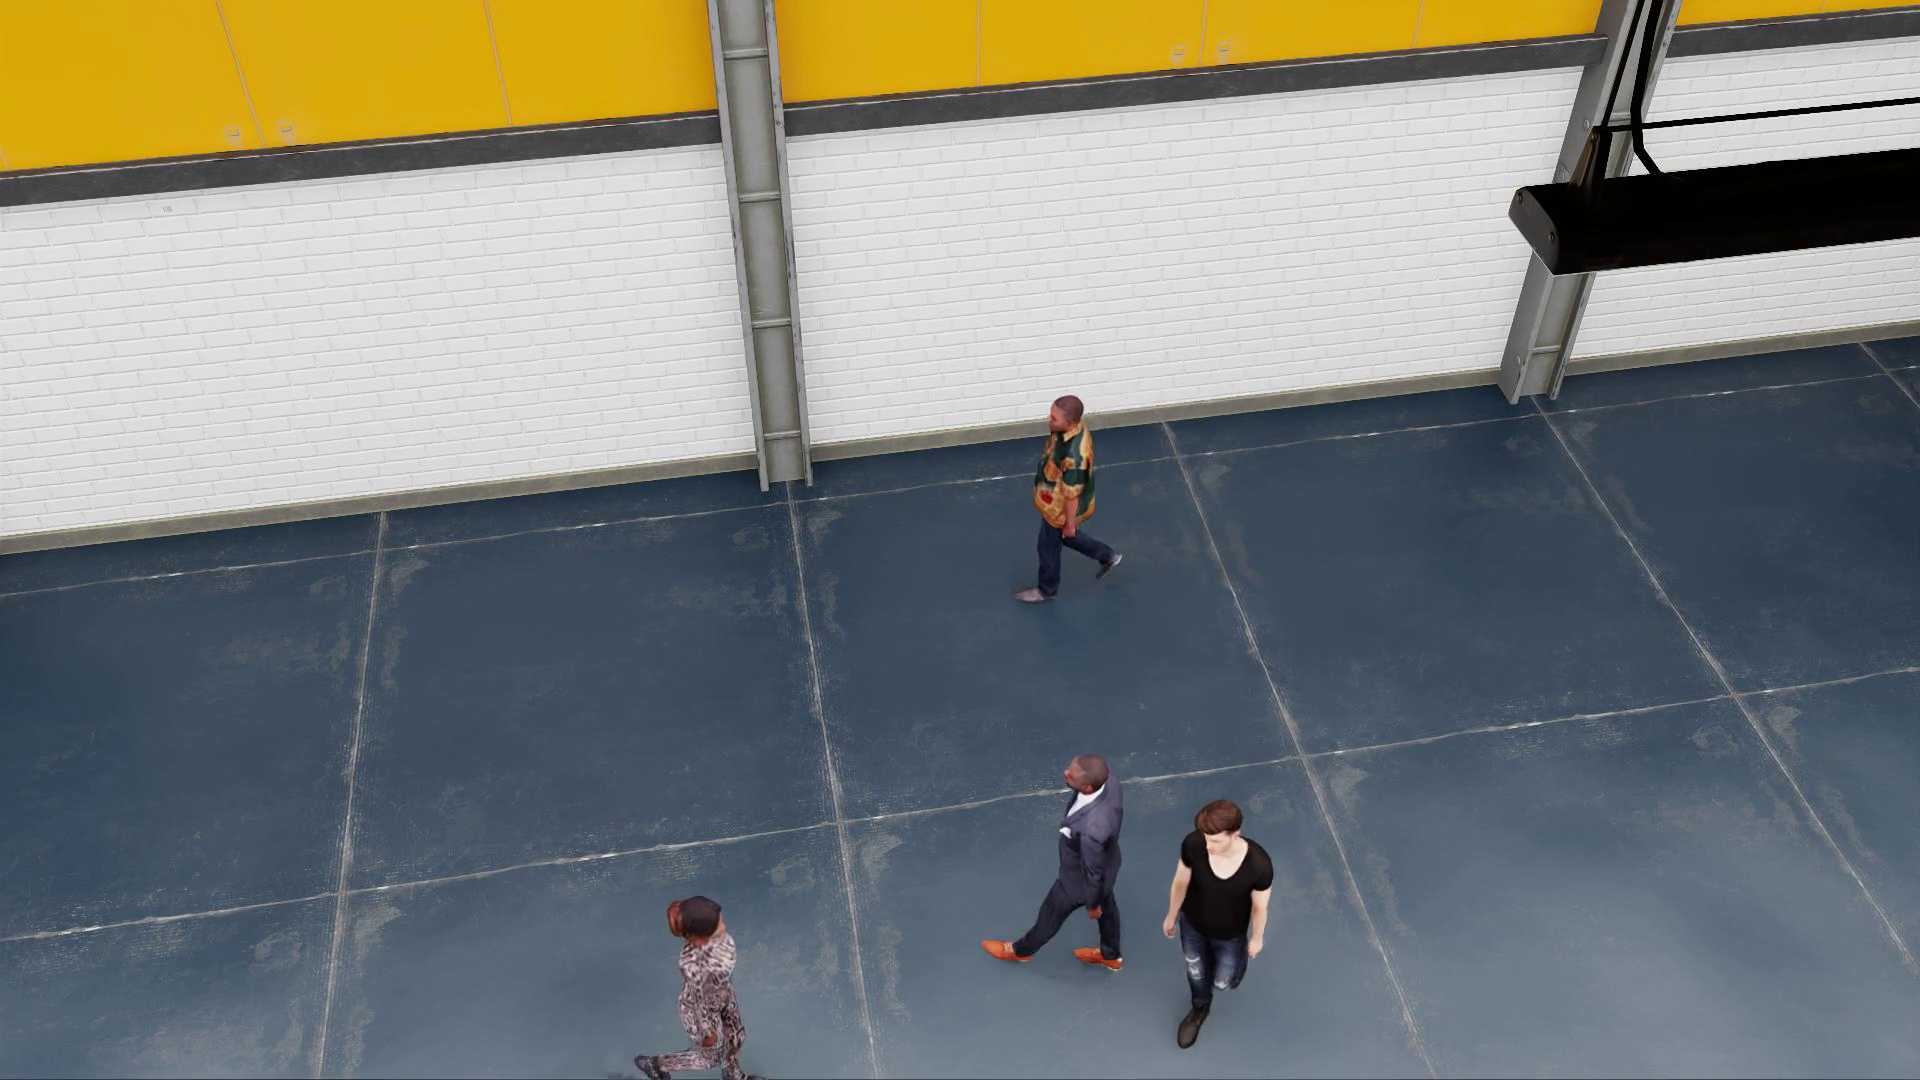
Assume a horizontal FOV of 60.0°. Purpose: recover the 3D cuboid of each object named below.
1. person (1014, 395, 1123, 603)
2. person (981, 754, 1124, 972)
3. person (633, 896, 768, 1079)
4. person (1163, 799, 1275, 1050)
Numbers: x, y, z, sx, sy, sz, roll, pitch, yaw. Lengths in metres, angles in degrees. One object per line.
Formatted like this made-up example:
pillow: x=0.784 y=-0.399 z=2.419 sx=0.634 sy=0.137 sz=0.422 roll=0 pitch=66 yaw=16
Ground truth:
person: x=0.773 y=-0.276 z=11.151 sx=1.009 sy=1.790 sz=0.744 roll=-3 pitch=44 yaw=-3
person: x=0.765 y=1.792 z=8.977 sx=1.163 sy=1.795 sz=0.995 roll=11 pitch=45 yaw=12
person: x=-1.359 y=2.350 z=8.461 sx=0.981 sy=1.699 sz=0.733 roll=5 pitch=44 yaw=6
person: x=1.377 y=1.937 z=8.770 sx=0.976 sy=1.871 sz=1.007 roll=17 pitch=46 yaw=17
